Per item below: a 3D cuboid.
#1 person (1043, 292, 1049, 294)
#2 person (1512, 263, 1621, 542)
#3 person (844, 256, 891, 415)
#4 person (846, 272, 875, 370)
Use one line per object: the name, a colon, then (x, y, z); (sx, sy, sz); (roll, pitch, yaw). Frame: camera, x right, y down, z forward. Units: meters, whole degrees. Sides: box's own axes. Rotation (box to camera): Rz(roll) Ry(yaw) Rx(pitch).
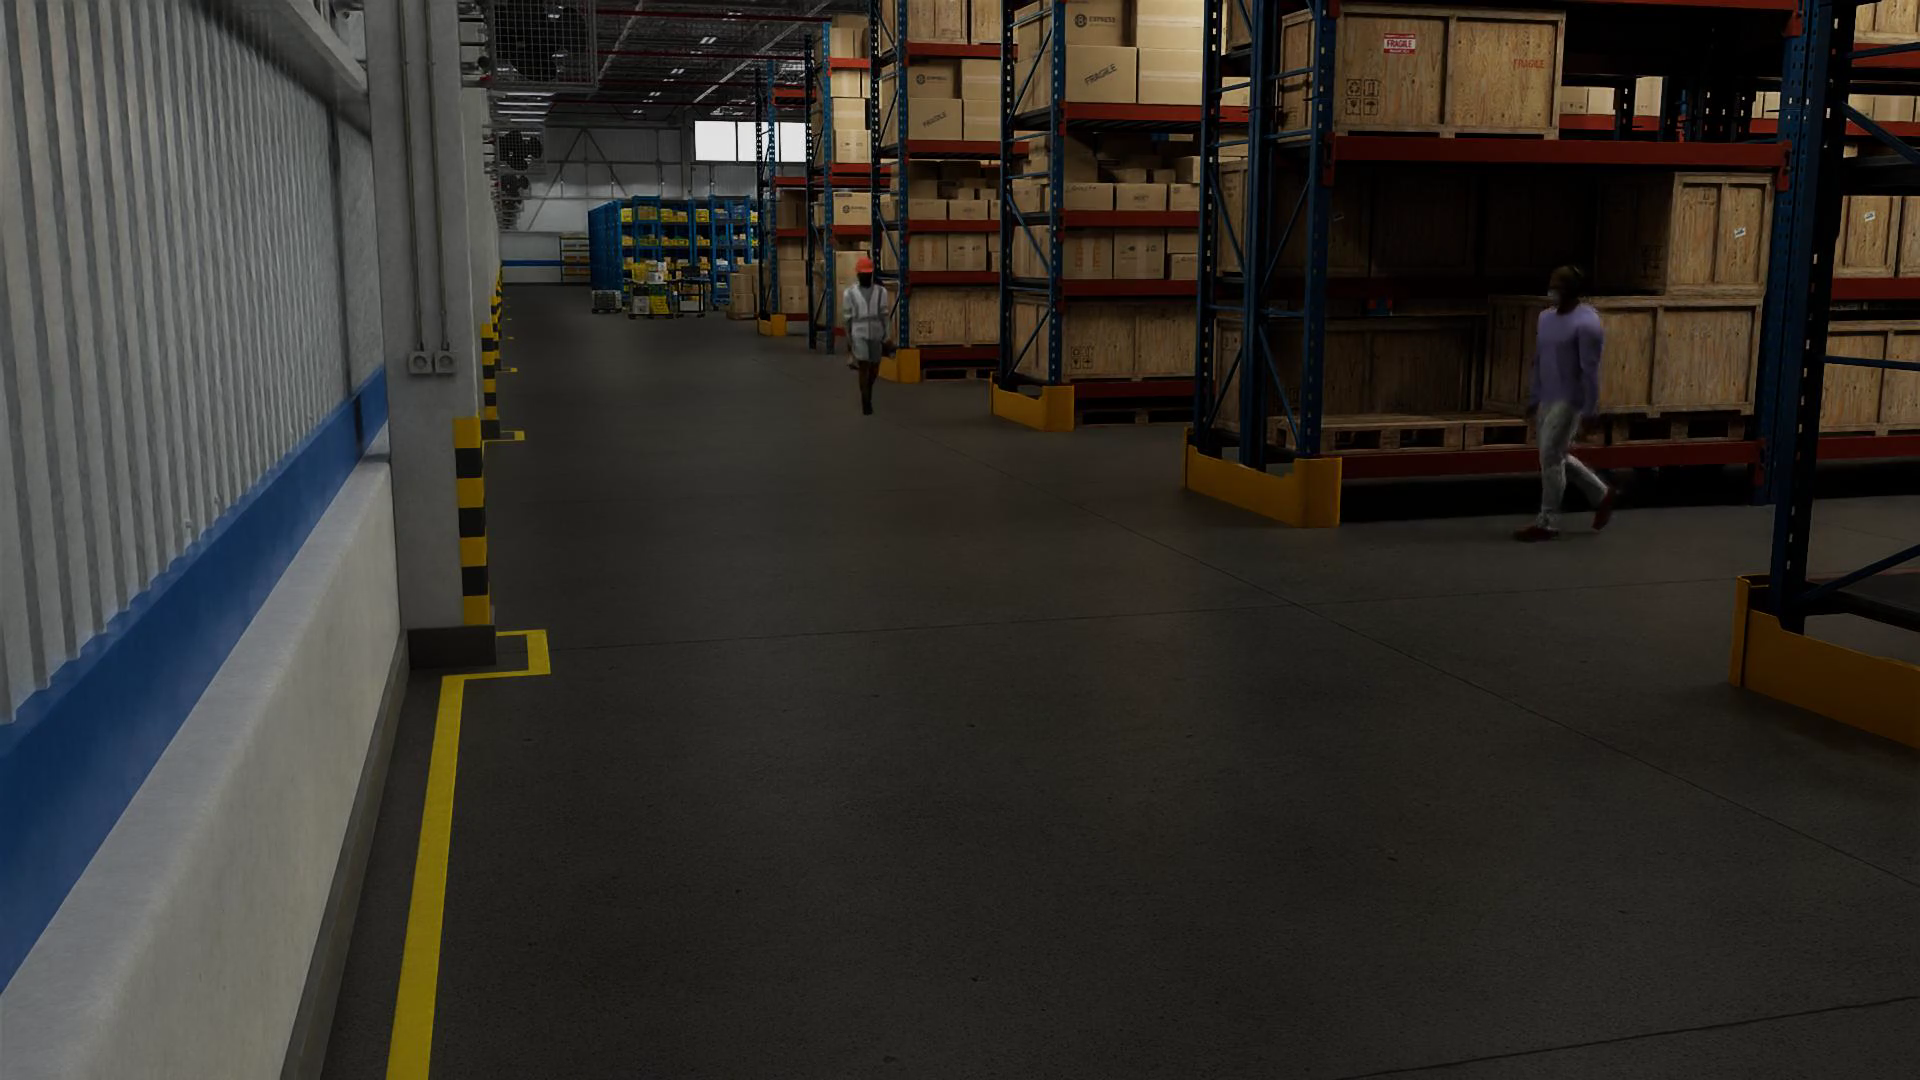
person: (1.314, -3.084, 23.836); (0.497, 1.822, 0.643); (-2, 10, -11)
person: (4.226, -0.938, 11.434); (0.797, 1.914, 0.635); (-2, 10, -10)
person: (-1.145, -2.509, 20.336); (0.545, 1.919, 0.841); (-2, 10, -14)
person: (-1.515, -3.649, 27.398); (0.942, 1.693, 0.549); (-6, 12, -30)
